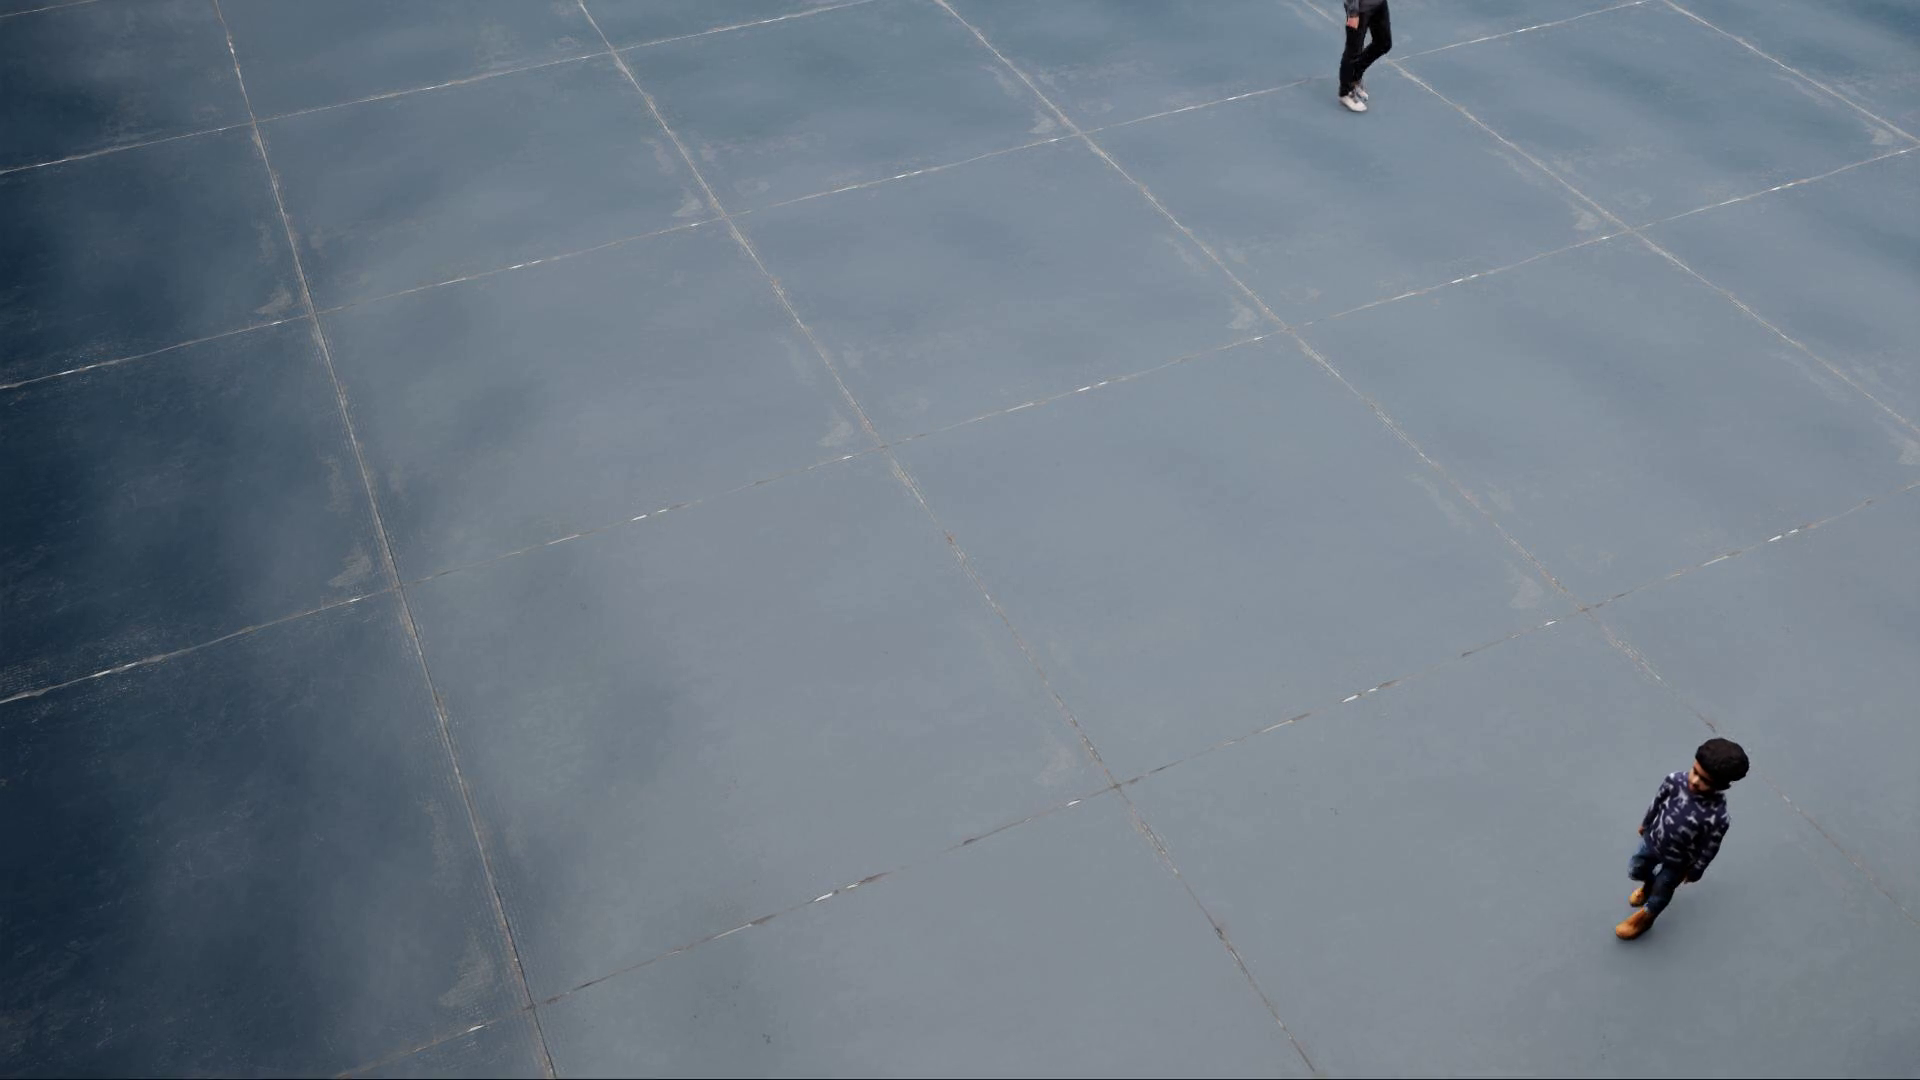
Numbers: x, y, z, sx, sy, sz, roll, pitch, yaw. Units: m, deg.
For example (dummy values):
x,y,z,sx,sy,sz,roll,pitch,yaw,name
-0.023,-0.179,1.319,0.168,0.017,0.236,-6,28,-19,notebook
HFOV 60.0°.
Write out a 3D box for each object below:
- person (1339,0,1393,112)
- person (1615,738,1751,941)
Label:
x,y,z,sx,sy,sz,roll,pitch,yaw,name
3.158,-4.285,13.168,0.698,1.756,0.680,-29,50,-28,person
3.218,1.313,7.383,0.573,1.247,0.523,-19,46,-20,person
